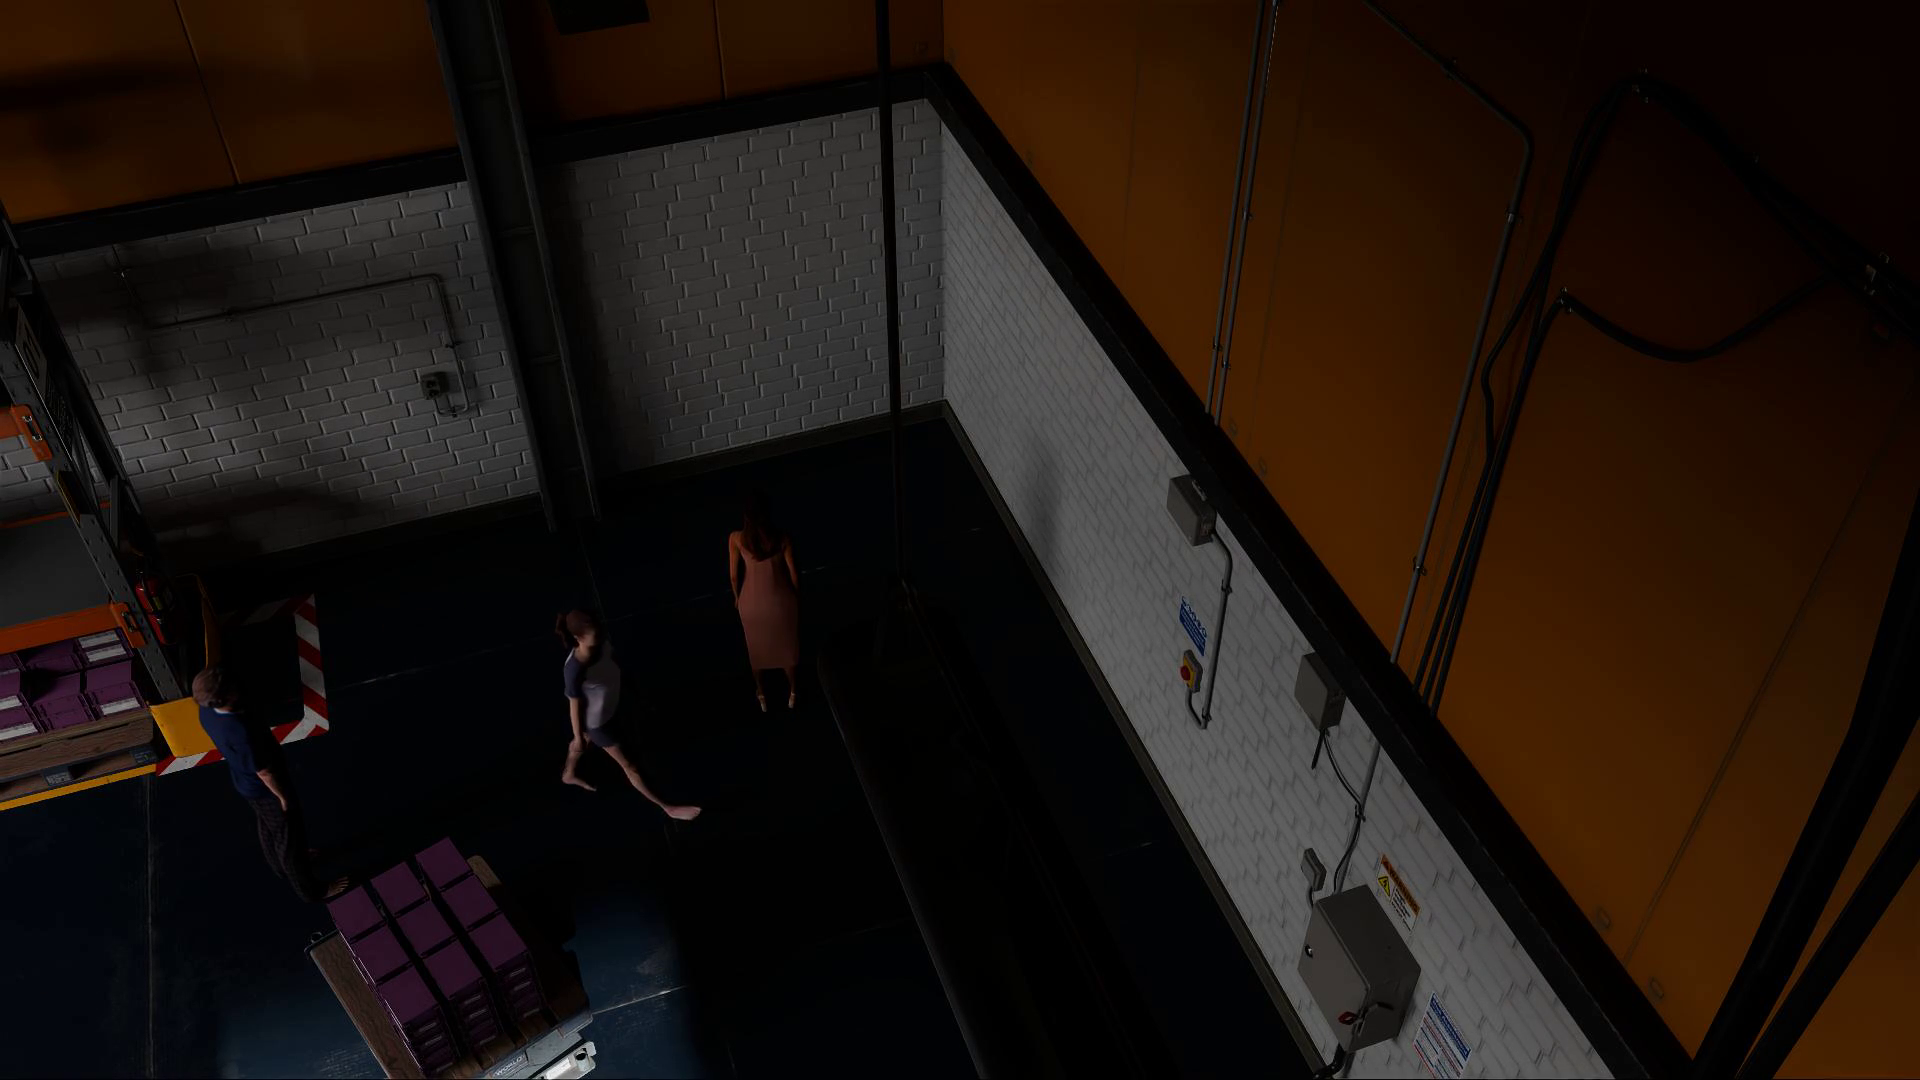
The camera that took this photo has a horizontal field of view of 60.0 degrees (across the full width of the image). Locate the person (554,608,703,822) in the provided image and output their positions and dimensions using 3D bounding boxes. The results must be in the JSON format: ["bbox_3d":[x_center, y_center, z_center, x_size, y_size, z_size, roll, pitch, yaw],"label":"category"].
[{"bbox_3d":[-2.210,1.014,9.848,1.243,1.704,1.010,9,44,9],"label":"person"}]

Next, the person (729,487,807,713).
[{"bbox_3d":[-1.209,0.388,10.414,0.555,1.831,0.709,-2,44,-2],"label":"person"}]

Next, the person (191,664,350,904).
[{"bbox_3d":[-3.924,1.361,9.363,0.703,1.871,0.734,-34,53,-31],"label":"person"}]
